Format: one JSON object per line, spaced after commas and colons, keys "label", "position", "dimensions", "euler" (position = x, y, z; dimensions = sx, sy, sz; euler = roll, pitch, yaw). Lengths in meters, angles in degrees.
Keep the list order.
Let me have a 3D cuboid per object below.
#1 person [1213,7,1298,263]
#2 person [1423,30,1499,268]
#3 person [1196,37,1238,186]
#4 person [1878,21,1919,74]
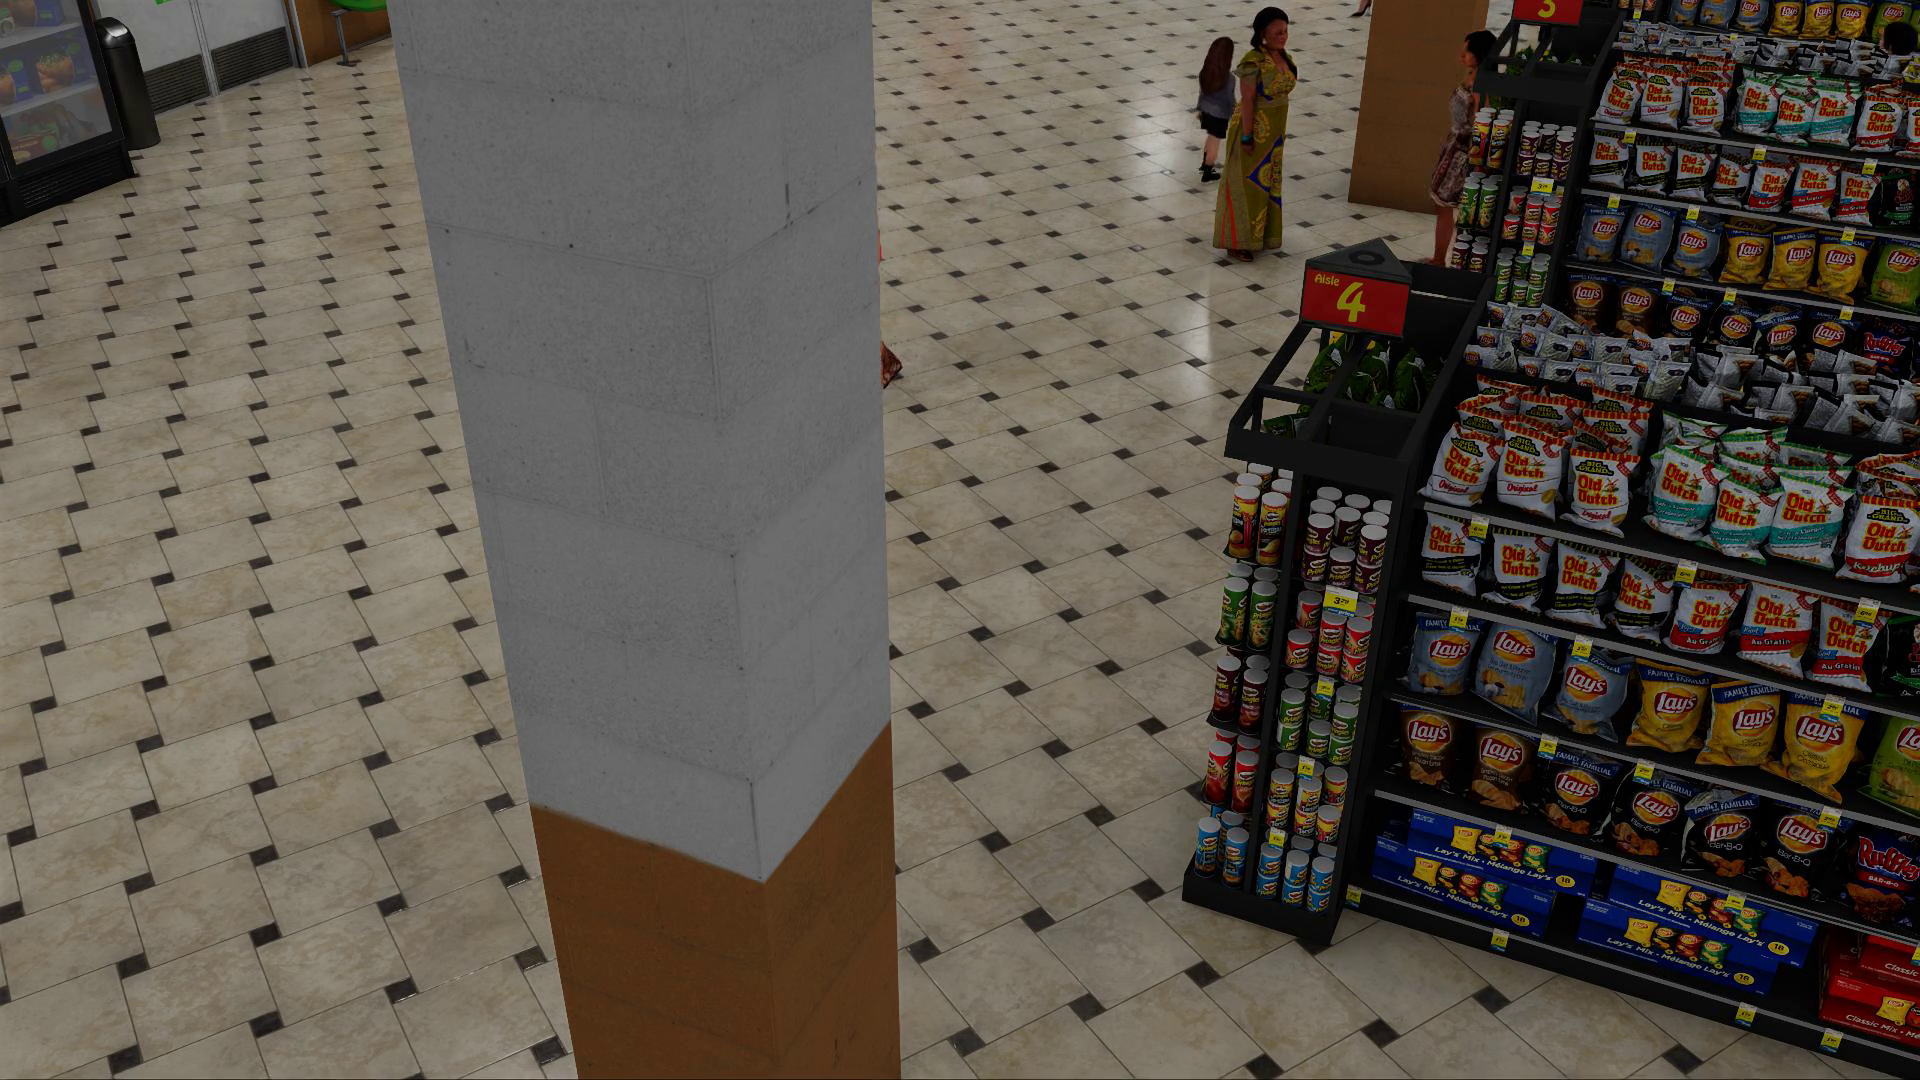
{"label": "person", "position": [1.995, -2.713, 11.084], "dimensions": [0.876, 1.661, 0.929], "euler": [23, 39, 32]}
{"label": "person", "position": [3.338, -2.451, 10.694], "dimensions": [0.973, 1.626, 0.786], "euler": [6, 32, 10]}
{"label": "person", "position": [1.864, -3.189, 12.378], "dimensions": [0.627, 1.100, 0.540], "euler": [-21, 38, -30]}
{"label": "person", "position": [6.067, -2.573, 10.936], "dimensions": [0.677, 1.578, 0.678], "euler": [27, 41, 36]}
